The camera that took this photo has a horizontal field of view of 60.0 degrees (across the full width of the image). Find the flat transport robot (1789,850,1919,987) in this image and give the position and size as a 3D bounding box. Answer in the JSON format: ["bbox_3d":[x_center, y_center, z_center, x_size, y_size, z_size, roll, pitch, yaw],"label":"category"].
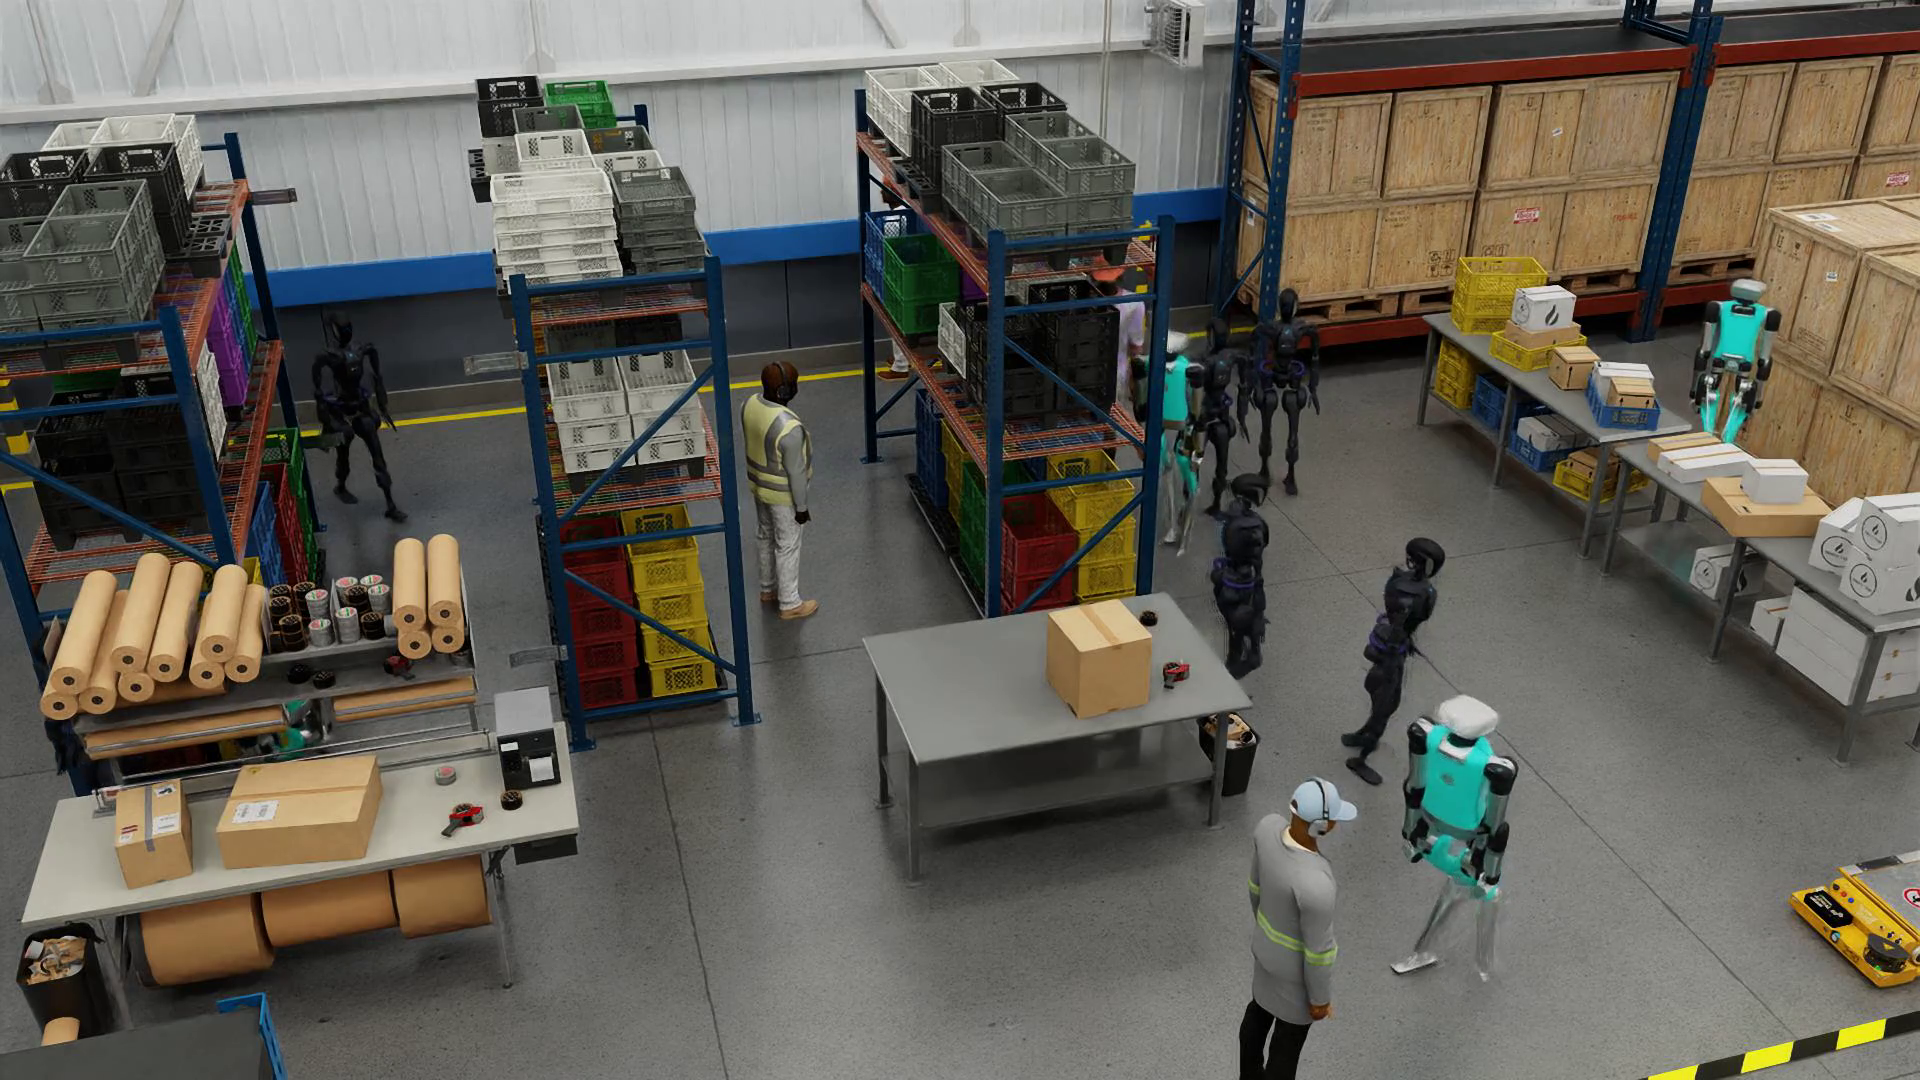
[{"bbox_3d":[5.163,1.916,8.676,1.431,0.231,0.659,-8,30,-14],"label":"flat transport robot"}]

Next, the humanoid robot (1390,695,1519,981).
[{"bbox_3d":[2.477,1.438,8.042,0.803,1.797,0.539,-25,38,-38],"label":"humanoid robot"}]

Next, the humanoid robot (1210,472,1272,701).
[{"bbox_3d":[1.658,0.317,10.125,0.417,1.649,0.601,-5,29,-9],"label":"humanoid robot"}]

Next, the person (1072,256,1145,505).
[{"bbox_3d":[1.071,-1.261,12.623,0.620,2.037,0.418,6,29,11],"label":"person"}]

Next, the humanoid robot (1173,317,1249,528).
[{"bbox_3d":[1.856,-0.871,12.279,0.589,1.649,0.322,-9,30,-17],"label":"humanoid robot"}]

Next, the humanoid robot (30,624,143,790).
[{"bbox_3d":[-4.498,1.107,8.678,0.589,1.641,0.377,13,31,22],"label":"humanoid robot"}]

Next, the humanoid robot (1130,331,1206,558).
[{"bbox_3d":[1.561,-0.753,11.973,0.547,1.750,0.769,13,31,23],"label":"humanoid robot"}]

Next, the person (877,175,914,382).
[{"bbox_3d":[-0.559,-2.322,14.709,0.344,1.882,0.585,8,30,14],"label":"person"}]

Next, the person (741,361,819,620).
[{"bbox_3d":[-1.192,-0.338,11.157,0.431,1.836,0.616,-20,35,-32],"label":"person"}]

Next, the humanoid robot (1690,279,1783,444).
[{"bbox_3d":[5.712,-0.990,12.439,0.597,1.769,0.868,16,33,26],"label":"humanoid robot"}]

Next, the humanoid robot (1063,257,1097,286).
[{"bbox_3d":[1.112,-2.361,14.798,0.735,1.673,0.533,-23,36,-35],"label":"humanoid robot"}]

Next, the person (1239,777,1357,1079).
[{"bbox_3d":[1.463,1.805,7.239,0.391,1.848,0.586,-9,30,-16],"label":"person"}]

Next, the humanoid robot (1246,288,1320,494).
[{"bbox_3d":[2.470,-1.157,12.795,0.609,1.649,0.330,2,29,4],"label":"humanoid robot"}]

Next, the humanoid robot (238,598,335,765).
[{"bbox_3d":[-3.633,1.048,8.737,0.850,1.783,0.542,15,32,25],"label":"humanoid robot"}]

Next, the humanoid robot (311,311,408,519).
[{"bbox_3d":[-4.556,-0.936,12.454,0.814,1.623,0.584,23,36,36],"label":"humanoid robot"}]

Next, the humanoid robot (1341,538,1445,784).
[{"bbox_3d":[2.466,0.661,9.497,0.429,1.630,0.618,11,31,20],"label":"humanoid robot"}]
